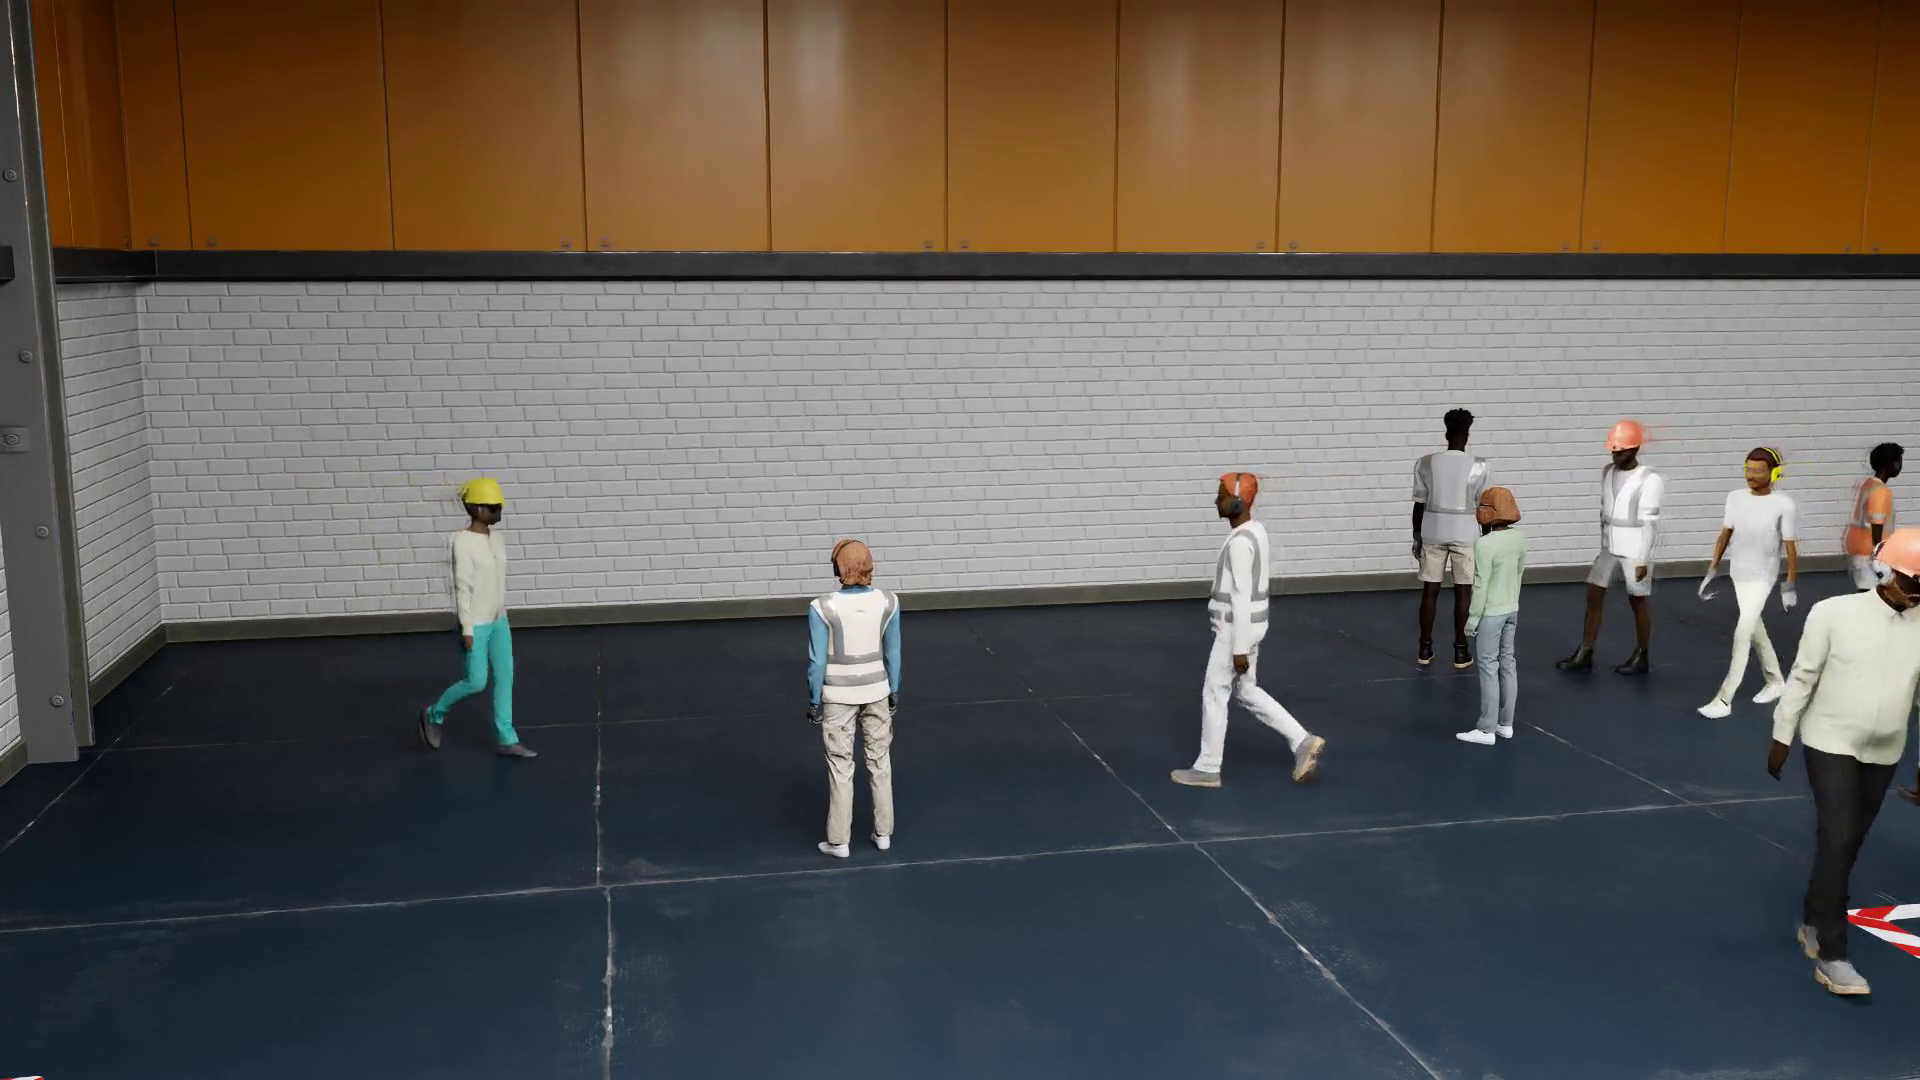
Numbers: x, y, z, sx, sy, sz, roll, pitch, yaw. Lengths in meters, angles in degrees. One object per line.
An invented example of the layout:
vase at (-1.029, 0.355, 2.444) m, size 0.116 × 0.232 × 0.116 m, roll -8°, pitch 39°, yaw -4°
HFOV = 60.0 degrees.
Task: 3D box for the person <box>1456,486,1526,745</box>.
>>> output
person at (3.374, 0.475, 10.519) m, size 0.499 × 1.633 × 0.286 m, roll -8°, pitch 12°, yaw -40°

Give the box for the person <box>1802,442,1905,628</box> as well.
person at (6.919, 0.067, 12.852) m, size 0.611 × 1.677 × 0.544 m, roll 4°, pitch 10°, yaw 23°

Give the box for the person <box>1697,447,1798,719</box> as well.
person at (5.366, 0.268, 11.244) m, size 0.998 × 1.821 × 0.516 m, roll -4°, pitch 10°, yaw -25°

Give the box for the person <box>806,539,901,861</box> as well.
person at (-0.535, 0.809, 8.463) m, size 0.523 × 1.639 × 0.306 m, roll -5°, pitch 11°, yaw -27°

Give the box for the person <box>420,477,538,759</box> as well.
person at (-2.949, 0.478, 10.133) m, size 0.651 × 1.748 × 0.536 m, roll 3°, pitch 10°, yaw 17°

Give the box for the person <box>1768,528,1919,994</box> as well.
person at (3.800, 0.910, 6.946) m, size 0.666 × 1.936 × 0.888 m, roll 0°, pitch 9°, yaw 0°

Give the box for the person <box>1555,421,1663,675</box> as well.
person at (4.765, 0.080, 12.127) m, size 0.864 × 1.893 × 0.574 m, roll -4°, pitch 10°, yaw -24°

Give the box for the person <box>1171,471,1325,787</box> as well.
person at (1.655, 0.528, 9.515) m, size 0.798 × 1.862 × 0.582 m, roll 4°, pitch 10°, yaw 21°

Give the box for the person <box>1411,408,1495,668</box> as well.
person at (3.706, -0.018, 12.550) m, size 0.607 × 1.958 × 0.378 m, roll 5°, pitch 10°, yaw 26°
